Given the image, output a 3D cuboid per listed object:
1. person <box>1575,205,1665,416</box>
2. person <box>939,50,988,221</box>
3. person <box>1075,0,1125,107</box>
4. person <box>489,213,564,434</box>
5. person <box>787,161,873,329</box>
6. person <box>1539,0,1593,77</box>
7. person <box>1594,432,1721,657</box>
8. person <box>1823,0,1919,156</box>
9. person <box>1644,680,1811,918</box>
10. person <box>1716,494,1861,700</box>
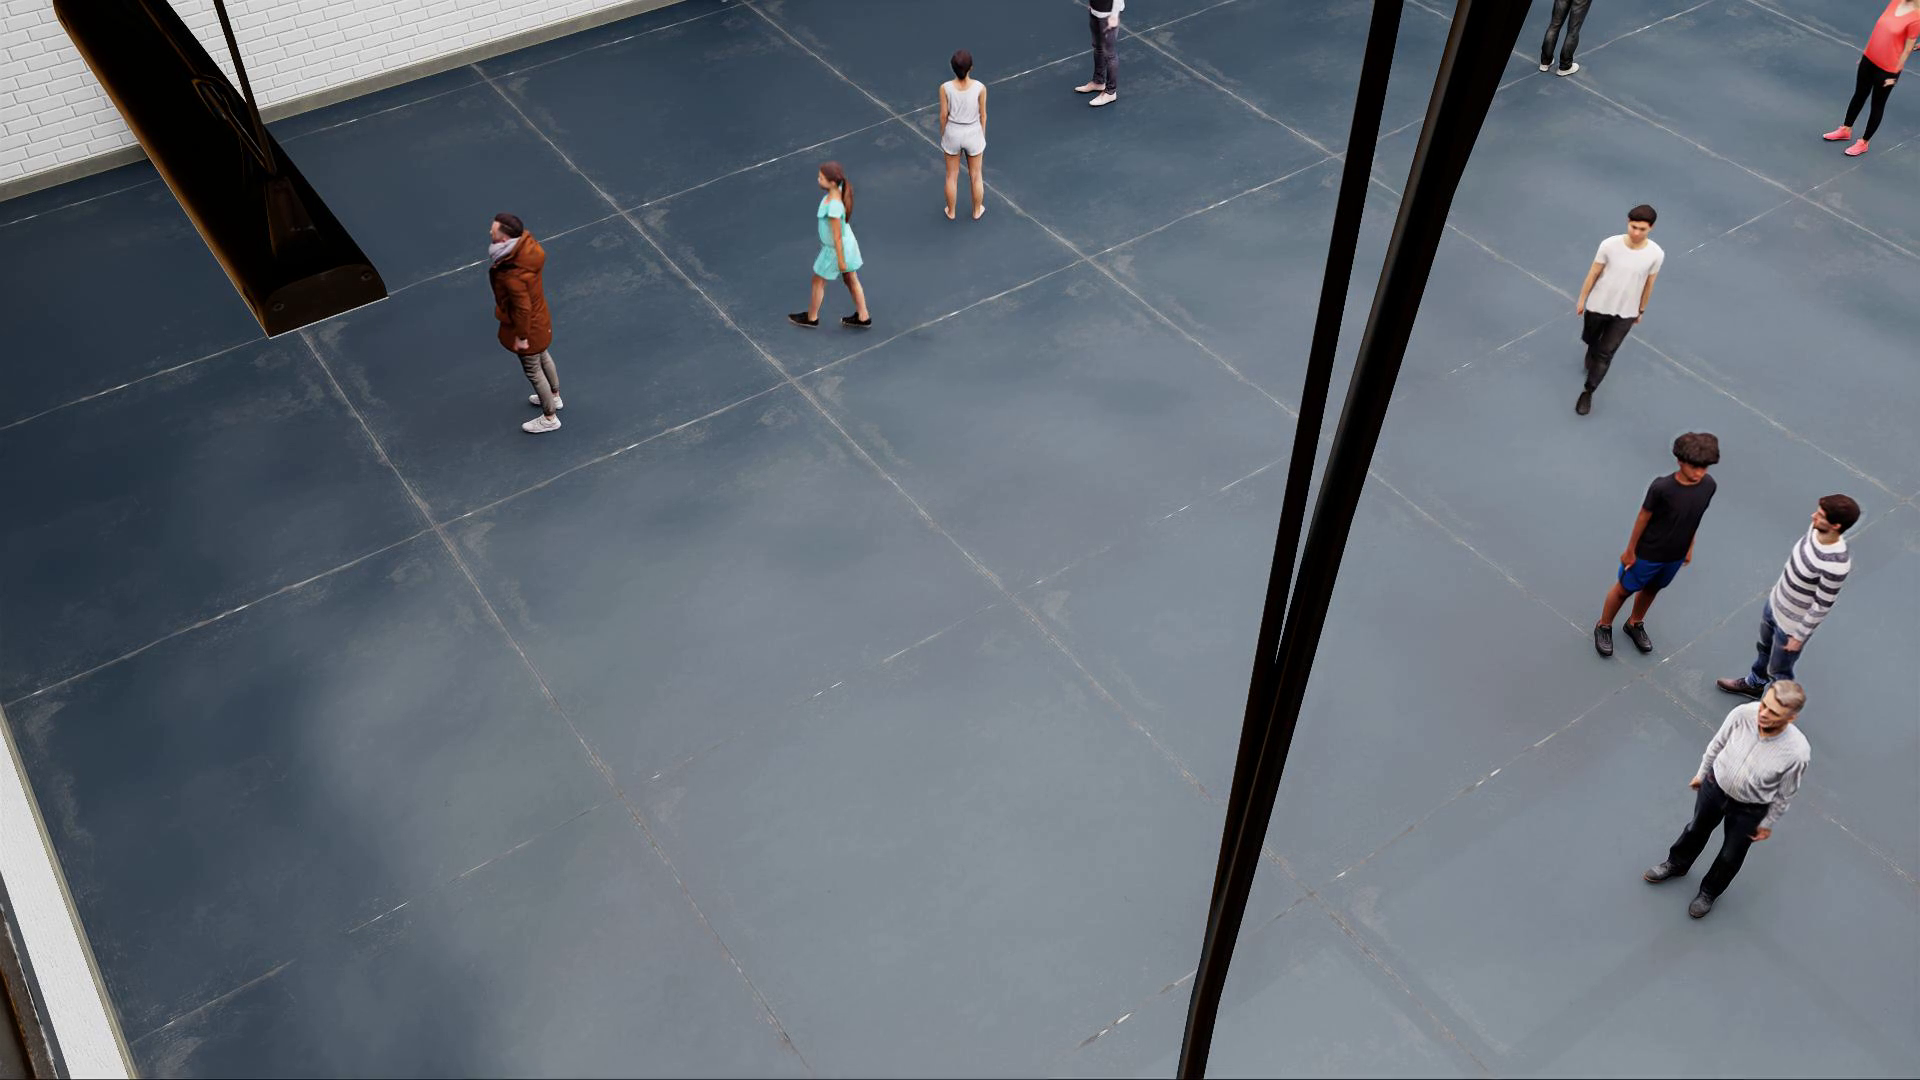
[{"bbox_3d":[4.987,-1.830,12.662,0.970,1.695,1.165,19,47,19],"label":"person"},{"bbox_3d":[0.028,-3.521,14.502,0.646,1.605,0.723,0,44,1],"label":"person"},{"bbox_3d":[1.395,-5.087,15.987,0.669,1.823,0.743,-15,46,-16],"label":"person"},{"bbox_3d":[-3.207,-1.624,12.342,0.896,1.838,0.856,-1,44,-1],"label":"person"},{"bbox_3d":[-0.899,-2.331,13.305,0.955,1.532,0.904,9,44,9],"label":"person"},{"bbox_3d":[6.081,-5.477,16.405,0.707,1.812,0.632,31,52,29],"label":"person"},{"bbox_3d":[4.480,0.019,10.648,0.643,1.796,0.758,-4,44,-4],"label":"person"},{"bbox_3d":[8.525,-4.388,15.348,0.633,1.693,0.655,-12,45,-12],"label":"person"},{"bbox_3d":[4.298,1.406,9.175,0.536,1.819,0.649,-25,49,-24],"label":"person"},{"bbox_3d":[5.109,0.438,10.167,0.758,1.852,0.712,5,44,5],"label":"person"}]
